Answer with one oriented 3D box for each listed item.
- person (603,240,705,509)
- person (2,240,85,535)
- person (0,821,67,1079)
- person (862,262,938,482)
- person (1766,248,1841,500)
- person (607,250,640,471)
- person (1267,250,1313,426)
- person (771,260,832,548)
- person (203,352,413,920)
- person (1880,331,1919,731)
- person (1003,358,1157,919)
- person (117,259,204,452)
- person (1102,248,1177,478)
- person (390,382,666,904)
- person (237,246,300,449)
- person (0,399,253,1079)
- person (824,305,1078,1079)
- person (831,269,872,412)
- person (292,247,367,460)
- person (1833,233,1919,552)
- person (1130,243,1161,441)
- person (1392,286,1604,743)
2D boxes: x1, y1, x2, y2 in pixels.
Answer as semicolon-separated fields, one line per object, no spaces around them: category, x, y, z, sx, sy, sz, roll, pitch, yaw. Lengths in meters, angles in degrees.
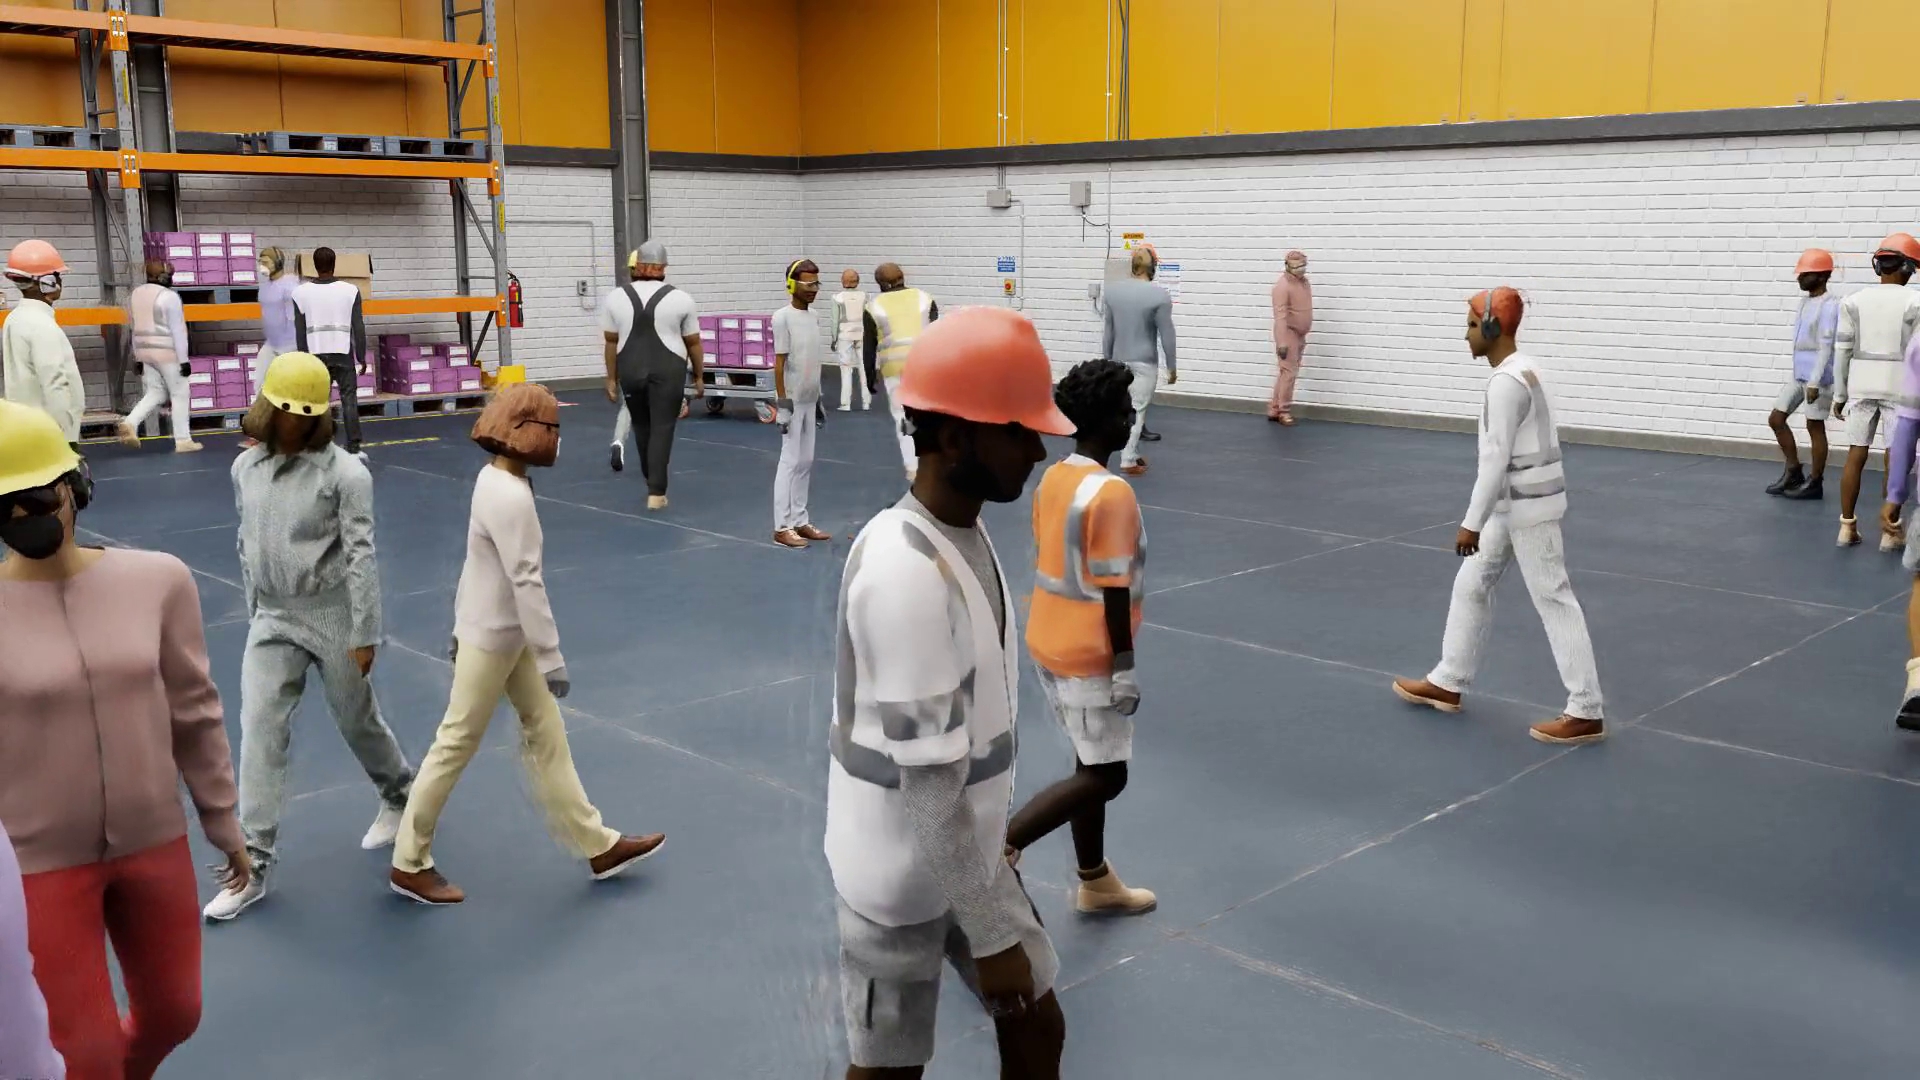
person;-2.282;-1.287;12.562;0.704;2.000;1.027;1;10;4
person;-4.728;-0.549;8.654;0.374;1.995;0.622;-10;14;-43
person;-1.081;0.810;1.490;0.638;1.911;0.402;-2;11;-9
person;-0.469;-1.382;13.728;0.673;1.804;0.496;-3;11;-14
person;6.424;-1.250;12.683;0.532;1.919;0.580;0;10;1
person;-2.708;-1.491;14.015;0.606;1.911;0.636;3;11;14
person;3.494;-2.147;17.753;0.560;1.865;0.737;7;13;34
person;-1.042;-0.890;10.888;0.312;1.862;0.532;5;11;24
person;-2.021;0.244;5.199;0.514;1.682;0.897;3;11;14
person;3.992;-0.177;6.537;0.648;2.029;0.469;8;13;38
person;0.293;0.321;4.745;0.603;1.682;0.539;-3;11;-15
person;-7.432;-1.683;15.375;0.632;1.811;0.689;5;11;23
person;1.551;-1.487;14.002;0.654;1.909;0.745;9;14;41
person;-1.371;0.312;5.083;0.858;1.579;0.526;-3;11;-14
person;-6.461;-1.773;15.564;0.655;1.914;0.793;7;13;35
person;-1.664;0.594;3.169;0.652;1.727;0.540;8;13;39
person;0.070;0.563;2.851;0.819;1.907;0.556;3;11;17
person;-1.238;-2.283;19.097;0.515;1.636;0.314;-4;11;-20
person;-5.613;-1.648;14.860;0.593;1.921;0.392;-3;11;-14
person;5.950;-0.943;10.710;0.392;2.033;0.605;-9;14;-41
person;1.797;-1.956;16.485;0.365;1.939;0.542;-2;11;-12
person;2.261;-0.112;6.805;0.876;1.822;0.609;3;11;18
